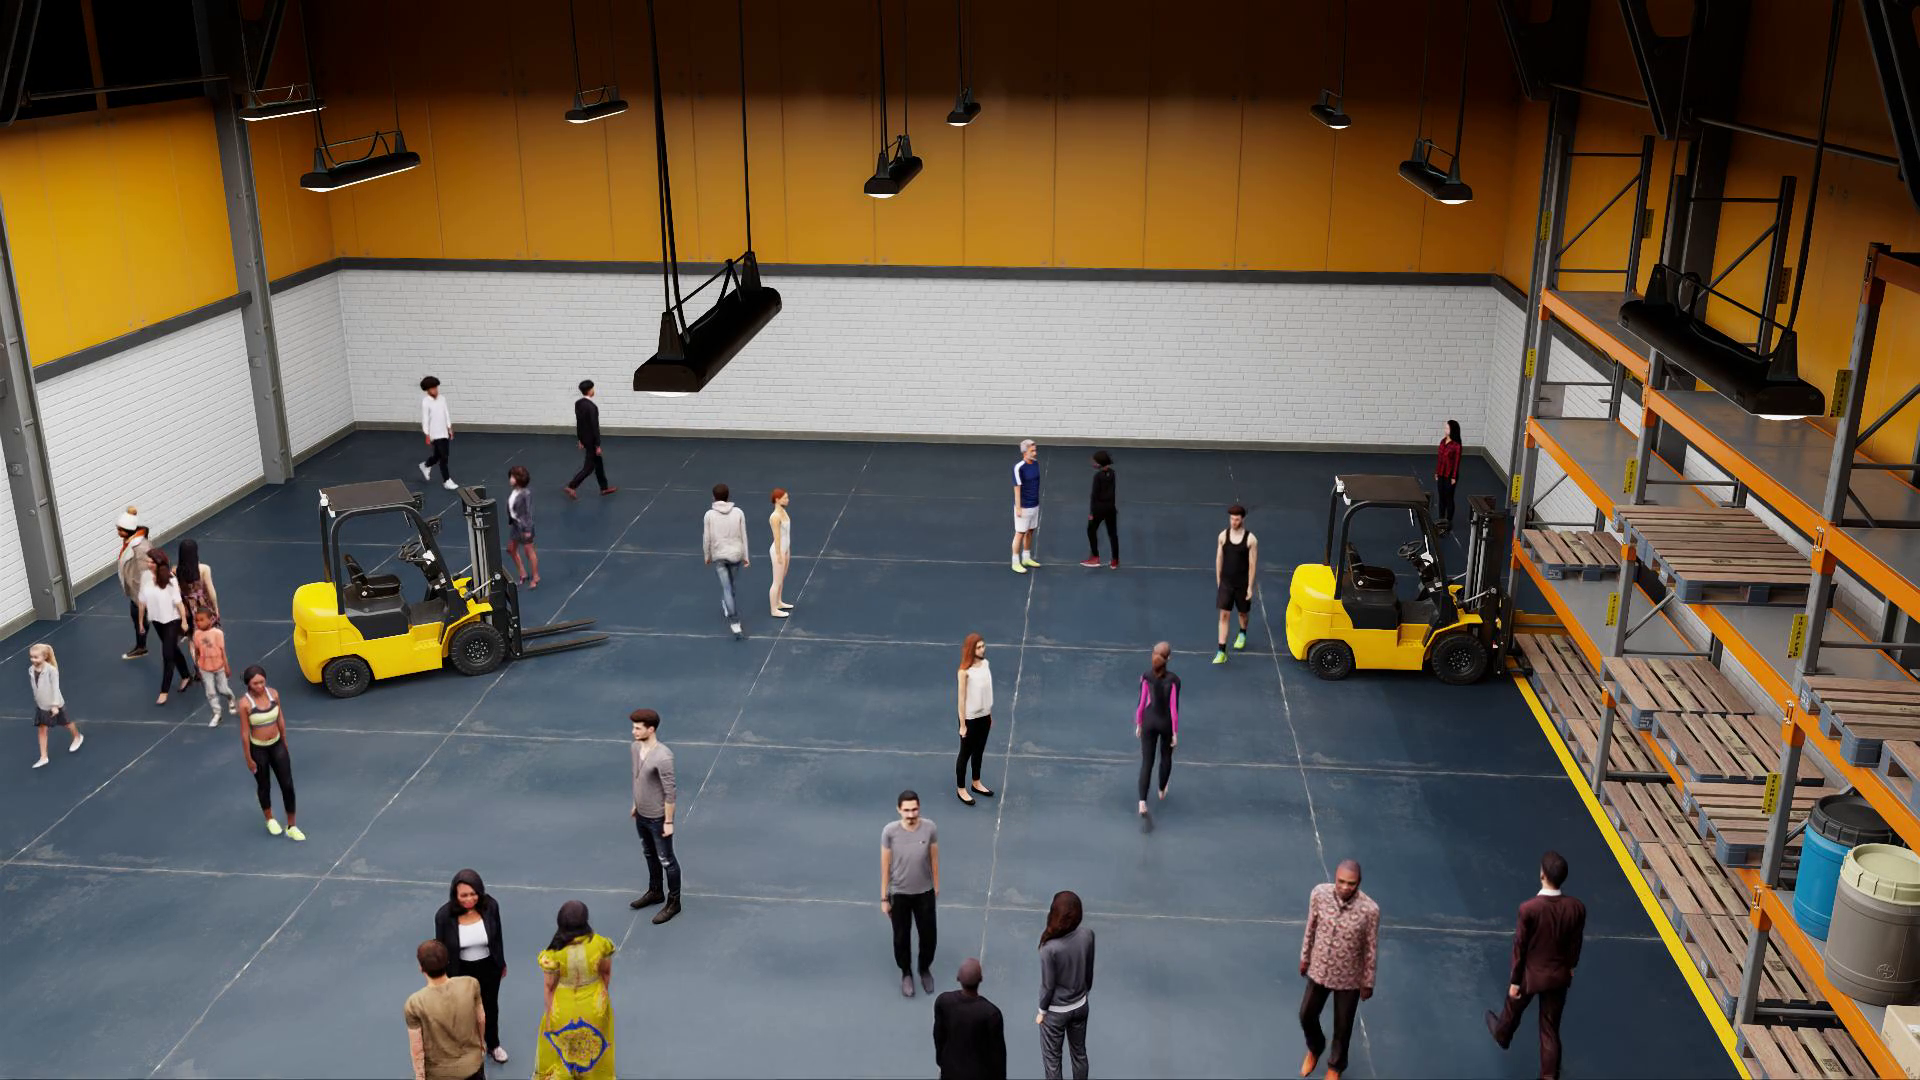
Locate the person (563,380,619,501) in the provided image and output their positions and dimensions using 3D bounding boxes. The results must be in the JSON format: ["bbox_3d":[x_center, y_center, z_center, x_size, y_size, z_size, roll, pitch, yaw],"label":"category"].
[{"bbox_3d":[-5.729,-1.499,25.411,1.258,1.852,1.213,-14,23,-36],"label":"person"}]

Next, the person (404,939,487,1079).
[{"bbox_3d":[-3.235,3.466,10.741,1.127,1.807,1.330,-10,21,-27],"label":"person"}]

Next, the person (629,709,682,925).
[{"bbox_3d":[-2.576,2.300,14.051,0.802,1.903,0.764,-17,25,-41],"label":"person"}]

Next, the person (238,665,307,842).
[{"bbox_3d":[-6.465,1.938,15.400,0.882,1.727,0.922,-17,25,-41],"label":"person"}]

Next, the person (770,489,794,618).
[{"bbox_3d":[-2.267,0.142,20.869,0.594,1.641,0.410,2,19,6],"label":"person"}]

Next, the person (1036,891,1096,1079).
[{"bbox_3d":[0.732,3.221,11.529,0.689,1.768,0.730,-13,22,-33],"label":"person"}]

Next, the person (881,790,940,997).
[{"bbox_3d":[-0.401,2.720,13.058,0.693,1.741,0.685,-3,19,-9],"label":"person"}]

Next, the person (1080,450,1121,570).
[{"bbox_3d":[1.971,-0.395,22.455,0.836,1.647,0.906,-13,22,-33],"label":"person"}]

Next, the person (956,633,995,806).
[{"bbox_3d":[0.133,1.705,16.101,0.719,1.721,0.632,17,25,41],"label":"person"}]

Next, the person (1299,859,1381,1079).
[{"bbox_3d":[2.730,3.059,11.964,0.809,1.796,0.767,10,21,26],"label":"person"}]

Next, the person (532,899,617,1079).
[{"bbox_3d":[-2.612,3.305,11.487,0.977,1.635,0.990,-7,20,-20],"label":"person"}]

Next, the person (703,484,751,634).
[{"bbox_3d":[-2.834,0.270,20.241,1.079,1.799,1.374,-6,20,-18],"label":"person"}]

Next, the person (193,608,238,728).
[{"bbox_3d":[-7.999,1.332,17.867,0.521,1.301,0.701,0,19,0],"label":"person"}]

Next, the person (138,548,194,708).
[{"bbox_3d":[-8.711,0.906,18.414,0.747,1.761,0.998,5,19,15],"label":"person"}]

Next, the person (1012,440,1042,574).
[{"bbox_3d":[0.898,-0.484,22.424,0.774,1.836,0.663,14,23,35],"label":"person"}]

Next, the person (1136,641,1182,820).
[{"bbox_3d":[1.860,1.822,15.767,0.708,1.714,1.151,5,19,14],"label":"person"}]

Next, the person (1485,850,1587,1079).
[{"bbox_3d":[4.134,3.129,11.730,0.826,1.814,1.228,-1,19,-3],"label":"person"}]

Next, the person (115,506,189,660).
[{"bbox_3d":[-9.504,0.463,19.559,1.186,1.869,1.163,-12,22,-31],"label":"person"}]

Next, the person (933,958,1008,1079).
[{"bbox_3d":[0.053,3.479,10.773,0.714,1.760,0.670,8,20,23],"label":"person"}]

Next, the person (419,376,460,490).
[{"bbox_3d":[-8.246,-1.687,26.076,0.926,1.785,1.062,9,21,25],"label":"person"}]

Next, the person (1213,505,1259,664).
[{"bbox_3d":[3.273,0.486,19.524,0.934,1.848,1.276,9,20,24],"label":"person"}]

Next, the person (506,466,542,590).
[{"bbox_3d":[-5.631,-0.165,21.712,0.813,1.684,0.758,-16,24,-39],"label":"person"}]

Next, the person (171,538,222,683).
[{"bbox_3d":[-8.532,0.853,18.566,0.777,1.765,0.891,-4,19,-12],"label":"person"}]

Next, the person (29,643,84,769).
[{"bbox_3d":[-9.268,1.645,17.020,0.517,1.249,0.879,3,19,9],"label":"person"}]

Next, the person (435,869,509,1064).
[{"bbox_3d":[-3.543,3.110,12.099,0.773,1.614,0.816,-12,22,-31],"label":"person"}]

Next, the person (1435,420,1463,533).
[{"bbox_3d":[7.076,-0.941,24.068,0.715,1.652,0.597,-8,20,-22],"label":"person"}]
